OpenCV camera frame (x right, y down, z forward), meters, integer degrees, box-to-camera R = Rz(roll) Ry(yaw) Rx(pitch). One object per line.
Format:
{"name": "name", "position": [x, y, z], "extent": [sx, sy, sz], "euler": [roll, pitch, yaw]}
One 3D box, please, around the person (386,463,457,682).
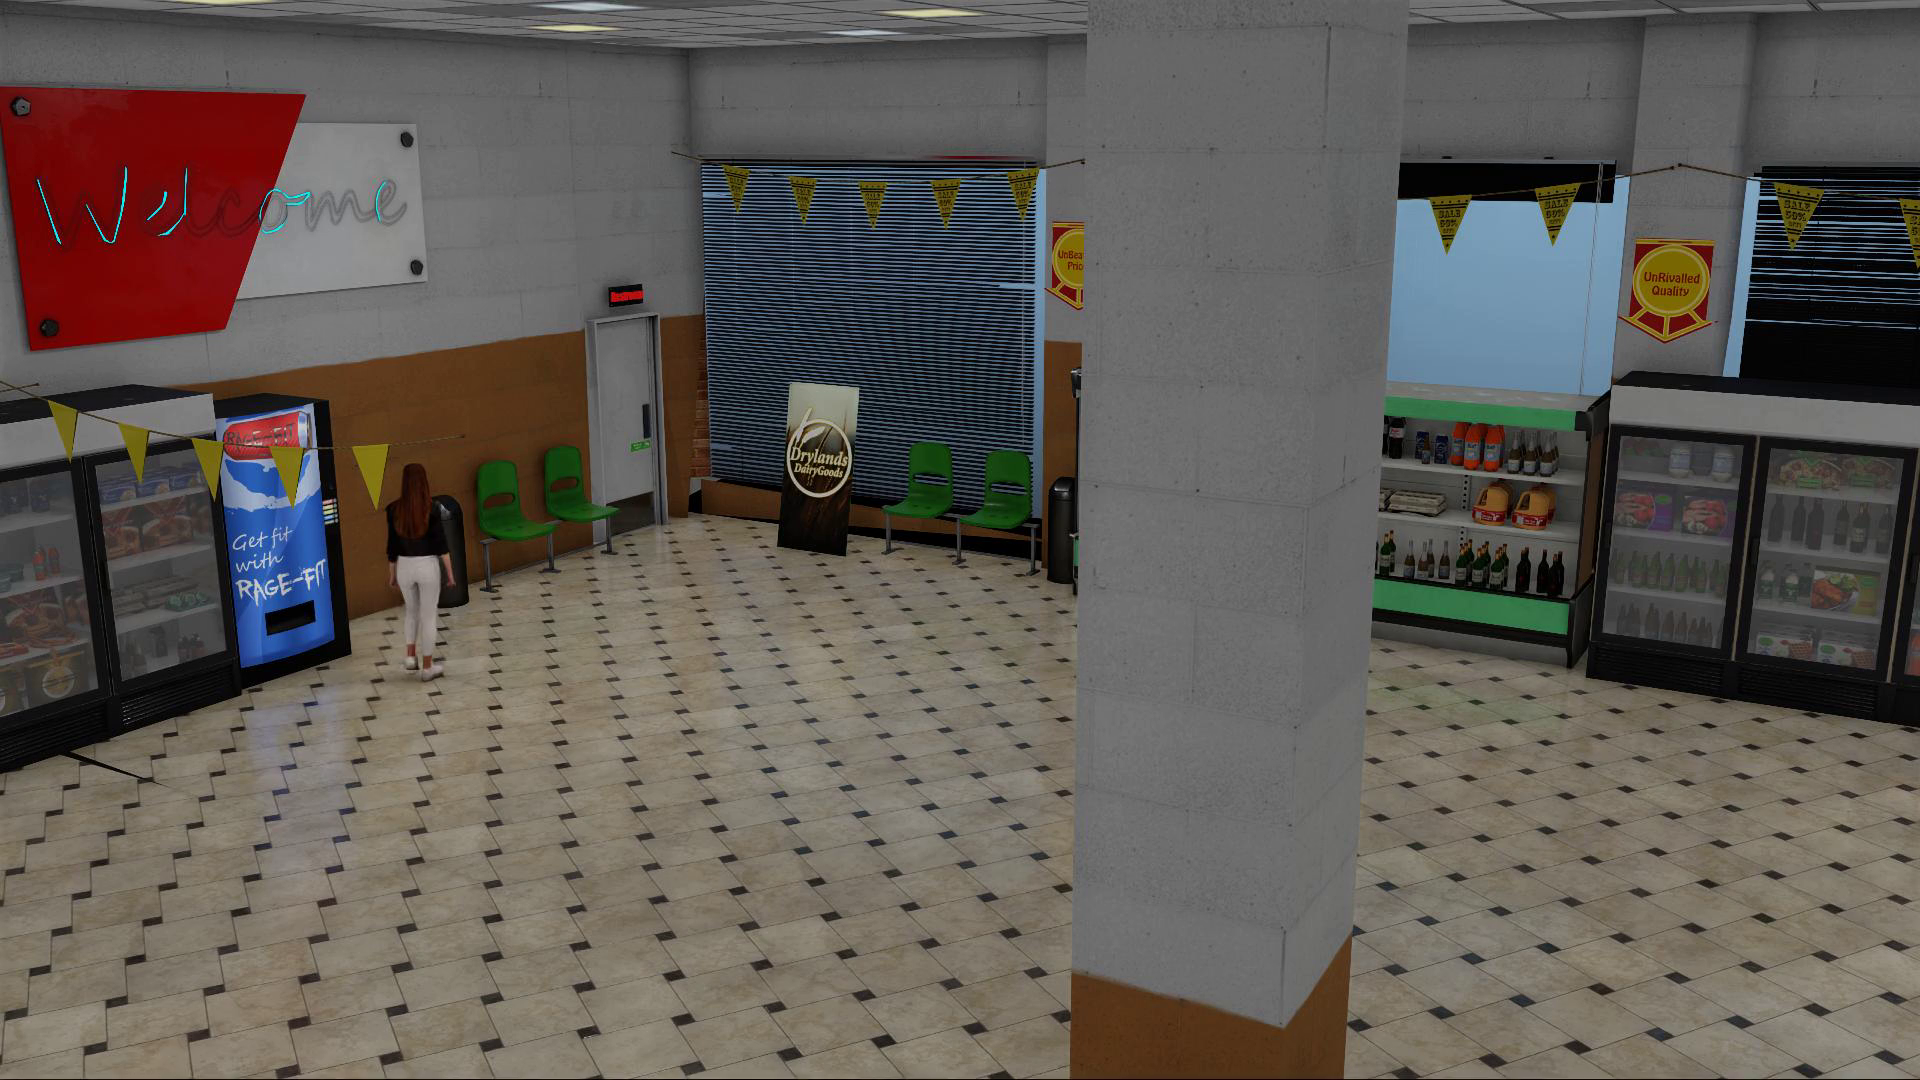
{"name": "person", "position": [-4.161, 0.269, 12.700], "extent": [0.641, 1.693, 0.755], "euler": [1, 14, 4]}
